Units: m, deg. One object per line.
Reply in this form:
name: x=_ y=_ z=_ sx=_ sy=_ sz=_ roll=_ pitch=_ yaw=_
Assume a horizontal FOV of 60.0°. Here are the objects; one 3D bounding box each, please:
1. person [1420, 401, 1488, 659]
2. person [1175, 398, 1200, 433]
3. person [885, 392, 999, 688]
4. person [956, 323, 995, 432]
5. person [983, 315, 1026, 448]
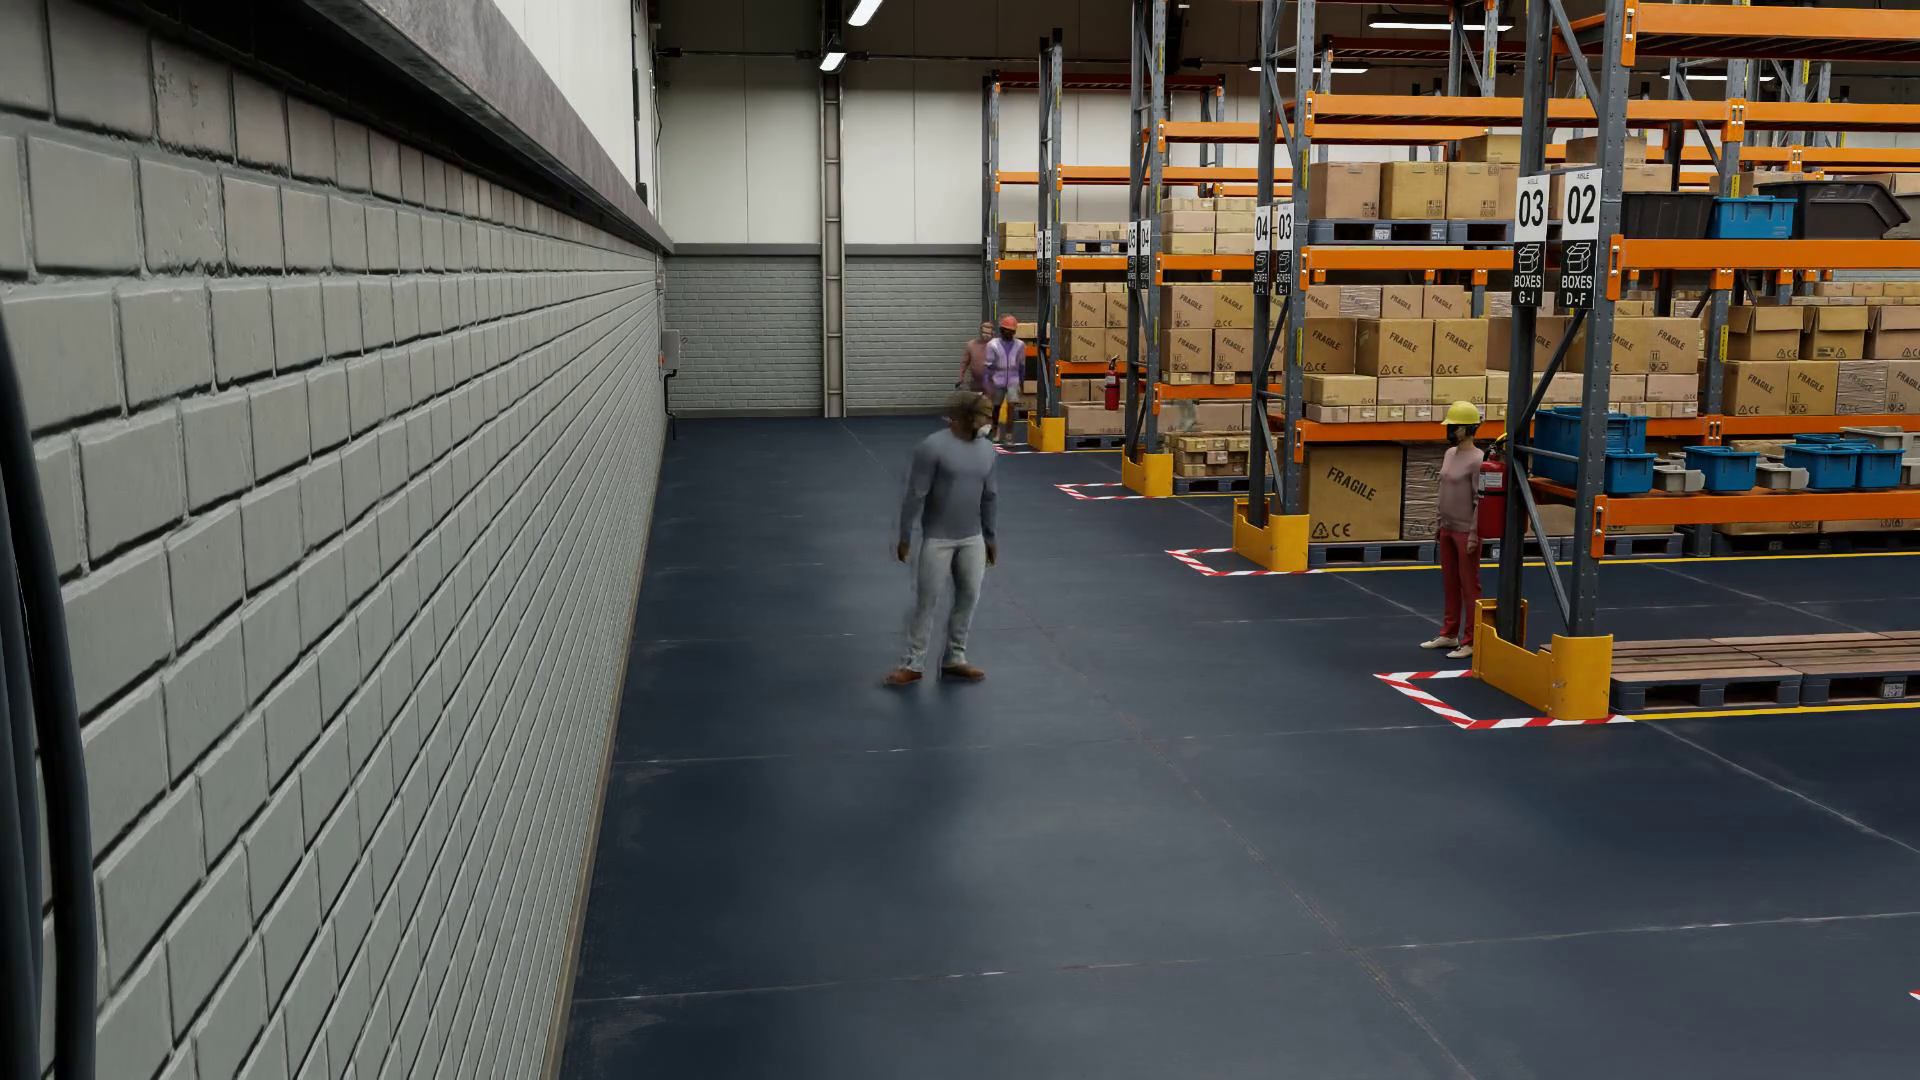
person: x=3.425 y=-0.072 z=11.437 sx=0.314 sy=1.769 sz=0.525 roll=-2 pitch=10 yaw=-14
person: x=3.190 y=-2.060 z=23.471 sx=0.423 sy=1.842 sz=0.528 roll=0 pitch=9 yaw=-2
person: x=-0.106 y=0.007 z=10.581 sx=0.800 sy=1.896 sz=0.419 roll=-6 pitch=11 yaw=-32
person: x=0.357 y=-2.498 z=26.167 sx=0.744 sy=1.845 sz=0.975 roll=4 pitch=10 yaw=21
person: x=0.659 y=-2.410 z=25.172 sx=0.636 sy=2.005 sz=0.981 roll=-1 pitch=9 yaw=-7
